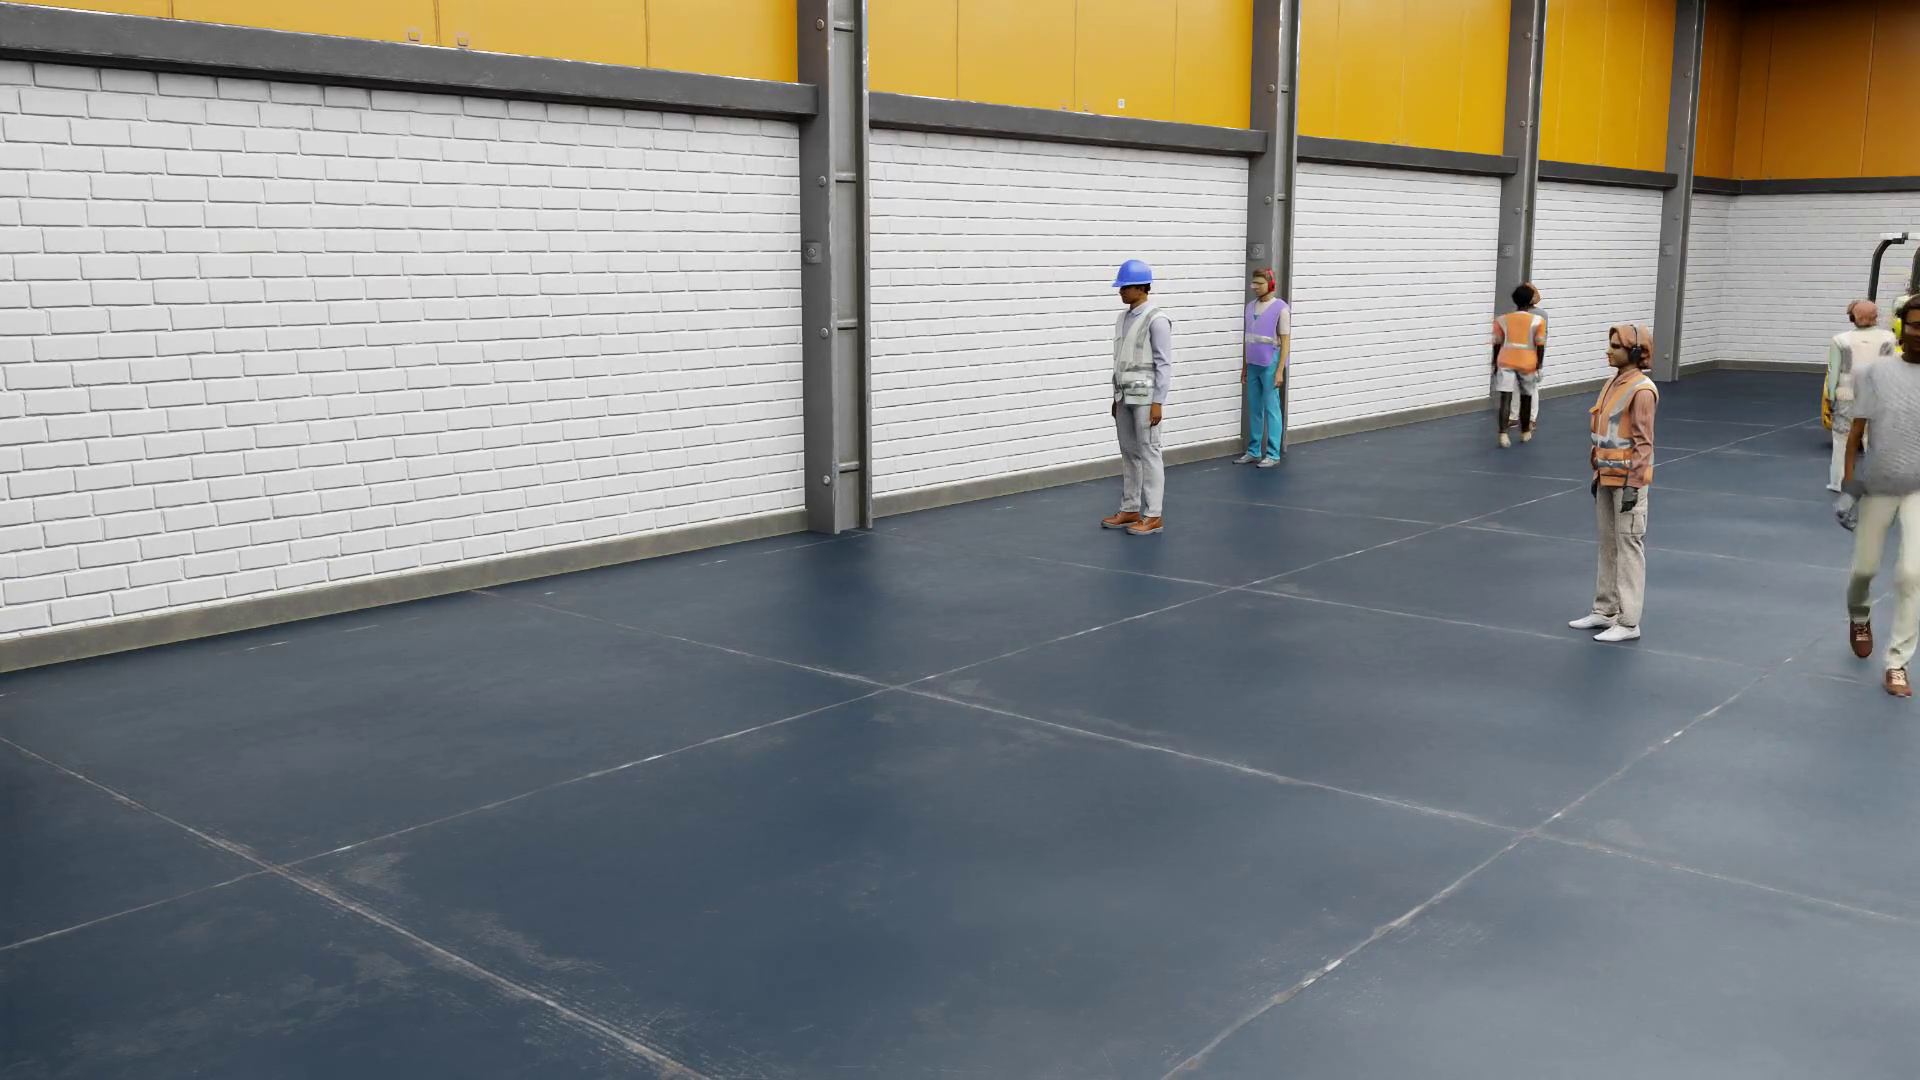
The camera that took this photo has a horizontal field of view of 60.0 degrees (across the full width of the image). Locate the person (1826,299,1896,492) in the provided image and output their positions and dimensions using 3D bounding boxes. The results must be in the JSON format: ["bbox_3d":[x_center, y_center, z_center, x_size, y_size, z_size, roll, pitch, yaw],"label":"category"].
[{"bbox_3d":[7.362,-1.160,13.599,0.521,1.617,0.646,2,10,14],"label":"person"}]

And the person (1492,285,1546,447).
[{"bbox_3d":[5.729,-1.783,17.069,0.544,1.647,0.861,5,11,28],"label":"person"}]

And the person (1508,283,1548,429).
[{"bbox_3d":[6.341,-2.058,18.679,0.279,1.634,0.498,-7,12,-36],"label":"person"}]

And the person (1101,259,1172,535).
[{"bbox_3d":[1.257,-1.012,11.838,0.404,1.943,0.614,-5,11,-26],"label":"person"}]

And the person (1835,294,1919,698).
[{"bbox_3d":[4.391,-0.243,7.796,0.514,1.844,0.830,4,11,24],"label":"person"}]

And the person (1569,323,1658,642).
[{"bbox_3d":[3.424,-0.297,8.625,0.308,1.645,0.514,0,10,-1],"label":"person"}]

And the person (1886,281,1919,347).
[{"bbox_3d":[10.208,-1.984,17.833,0.671,1.788,0.497,-4,11,-20],"label":"person"}]

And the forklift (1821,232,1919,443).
[{"bbox_3d":[9.955,-1.972,16.595,2.313,2.155,1.214,1,10,8],"label":"forklift"}]

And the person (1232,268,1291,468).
[{"bbox_3d":[2.827,-1.592,15.429,0.384,1.843,0.569,-6,12,-30],"label":"person"}]
